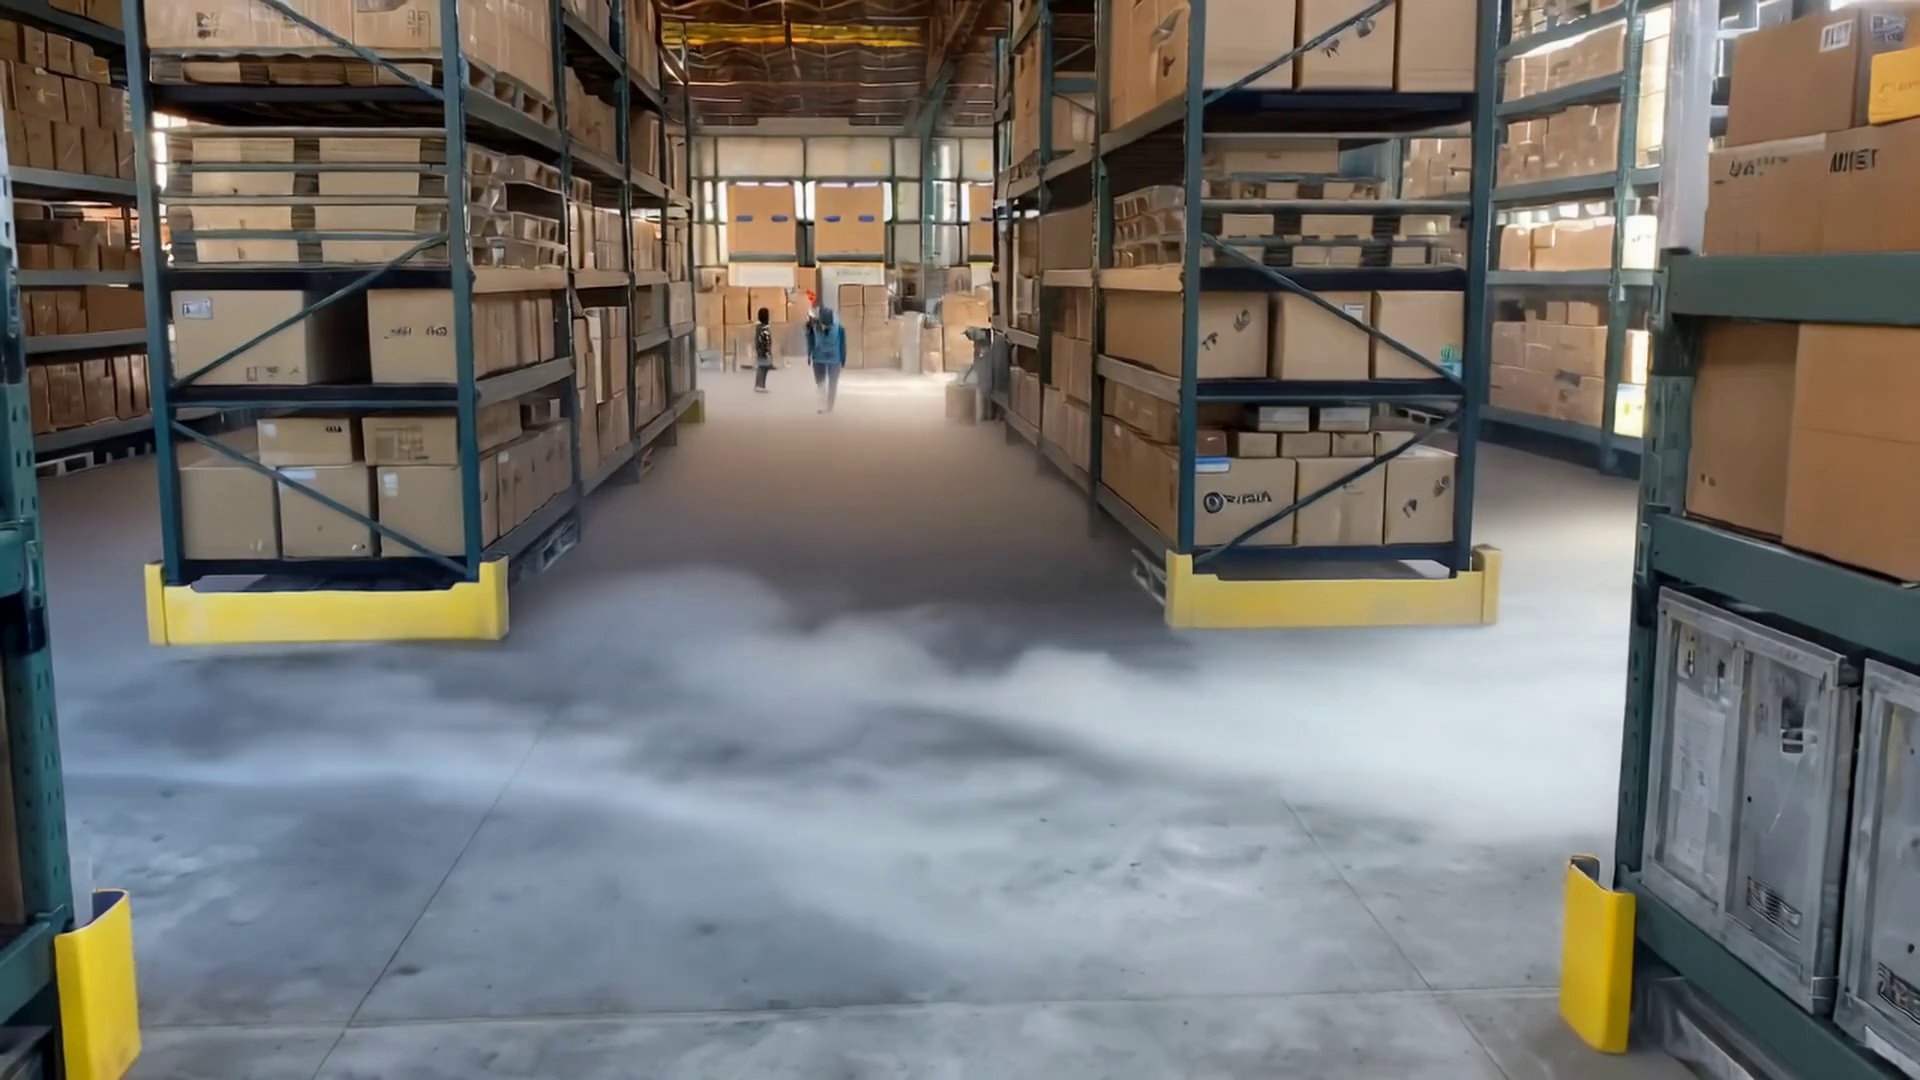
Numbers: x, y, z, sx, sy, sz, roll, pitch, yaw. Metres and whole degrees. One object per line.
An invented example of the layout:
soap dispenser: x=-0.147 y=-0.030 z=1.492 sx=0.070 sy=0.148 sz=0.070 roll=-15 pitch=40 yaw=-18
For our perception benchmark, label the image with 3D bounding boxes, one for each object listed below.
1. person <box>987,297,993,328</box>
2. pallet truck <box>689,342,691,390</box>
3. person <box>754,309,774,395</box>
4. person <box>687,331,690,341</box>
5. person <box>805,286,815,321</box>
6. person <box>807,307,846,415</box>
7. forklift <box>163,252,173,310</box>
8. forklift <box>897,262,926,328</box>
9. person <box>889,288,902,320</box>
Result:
person: x=0.952 y=-5.531 z=43.556 sx=0.624 sy=1.931 sz=0.370 roll=0 pitch=9 yaw=1
pallet truck: x=-5.225 y=-3.008 z=27.480 sx=1.885 sy=1.965 sz=0.823 roll=2 pitch=9 yaw=14
person: x=-3.874 y=-3.702 z=32.778 sx=0.316 sy=1.695 sz=0.542 roll=-5 pitch=11 yaw=-31
person: x=-5.482 y=-3.884 z=32.988 sx=0.392 sy=1.995 sz=0.612 roll=-1 pitch=9 yaw=-6
person: x=-6.093 y=-9.186 z=66.547 sx=0.702 sy=1.904 sz=0.606 roll=-5 pitch=10 yaw=-30
person: x=-2.247 y=-3.014 z=28.086 sx=0.661 sy=1.811 sz=0.833 roll=-1 pitch=9 yaw=-5
forklift: x=-15.912 y=-4.529 z=34.269 sx=1.129 sy=2.768 sz=1.873 roll=-1 pitch=9 yaw=-4
forklift: x=-1.780 y=-8.547 z=59.499 sx=1.129 sy=2.768 sz=1.873 roll=-1 pitch=9 yaw=-4
person: x=-2.306 y=-7.828 z=57.981 sx=0.636 sy=1.929 sz=0.385 roll=3 pitch=10 yaw=20
